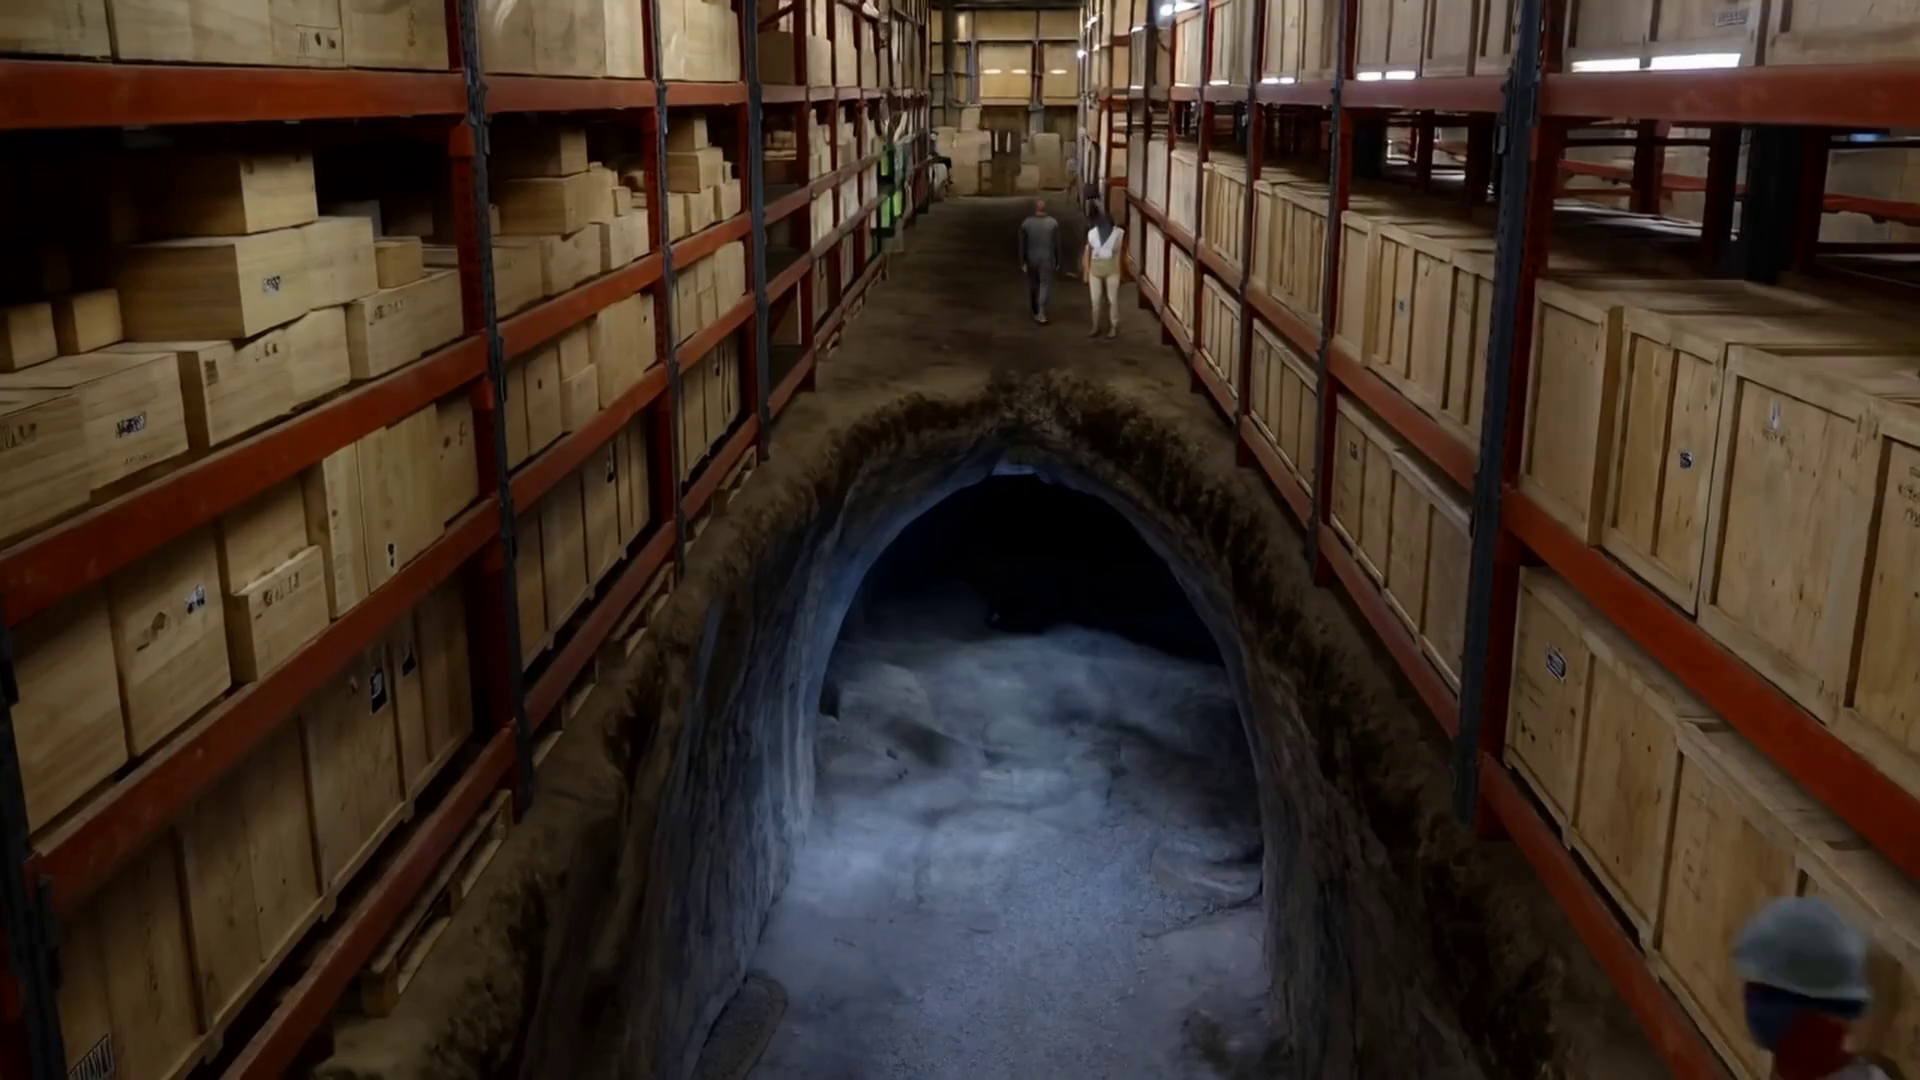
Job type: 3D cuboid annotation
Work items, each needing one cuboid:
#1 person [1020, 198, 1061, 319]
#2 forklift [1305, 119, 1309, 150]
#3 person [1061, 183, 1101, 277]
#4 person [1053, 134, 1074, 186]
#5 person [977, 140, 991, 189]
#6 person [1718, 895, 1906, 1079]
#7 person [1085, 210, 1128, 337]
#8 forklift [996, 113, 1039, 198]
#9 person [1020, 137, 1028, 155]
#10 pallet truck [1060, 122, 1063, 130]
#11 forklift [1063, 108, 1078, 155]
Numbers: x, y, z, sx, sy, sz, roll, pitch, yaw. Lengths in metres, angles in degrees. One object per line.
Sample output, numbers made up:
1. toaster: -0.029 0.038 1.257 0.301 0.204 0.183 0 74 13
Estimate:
1. person: 1.251 -4.400 26.040 0.650 1.887 0.749 3 15 10
2. forklift: 8.999 -9.599 43.506 1.873 2.768 1.129 0 15 2
3. person: 2.451 -5.960 32.025 0.972 1.791 0.598 0 15 -1
4. person: 4.044 -14.509 63.527 0.979 1.945 0.633 -3 15 -10
5. person: 0.844 -12.748 57.065 0.691 1.917 0.547 0 15 -1
6. person: 1.644 1.665 3.444 0.706 1.893 0.721 -14 21 -42
7. person: 2.118 -3.865 24.170 0.633 1.836 0.430 6 16 21
8. forklift: 1.690 -13.063 56.394 1.873 2.768 1.129 -11 18 -35
9. person: 2.371 -14.475 63.621 0.429 1.844 0.627 -6 16 -20
10. pallet truck: 5.788 -21.111 88.014 1.885 1.965 0.823 5 16 18
11. forklift: 4.747 -17.102 71.423 1.873 2.768 1.129 -6 16 -22
